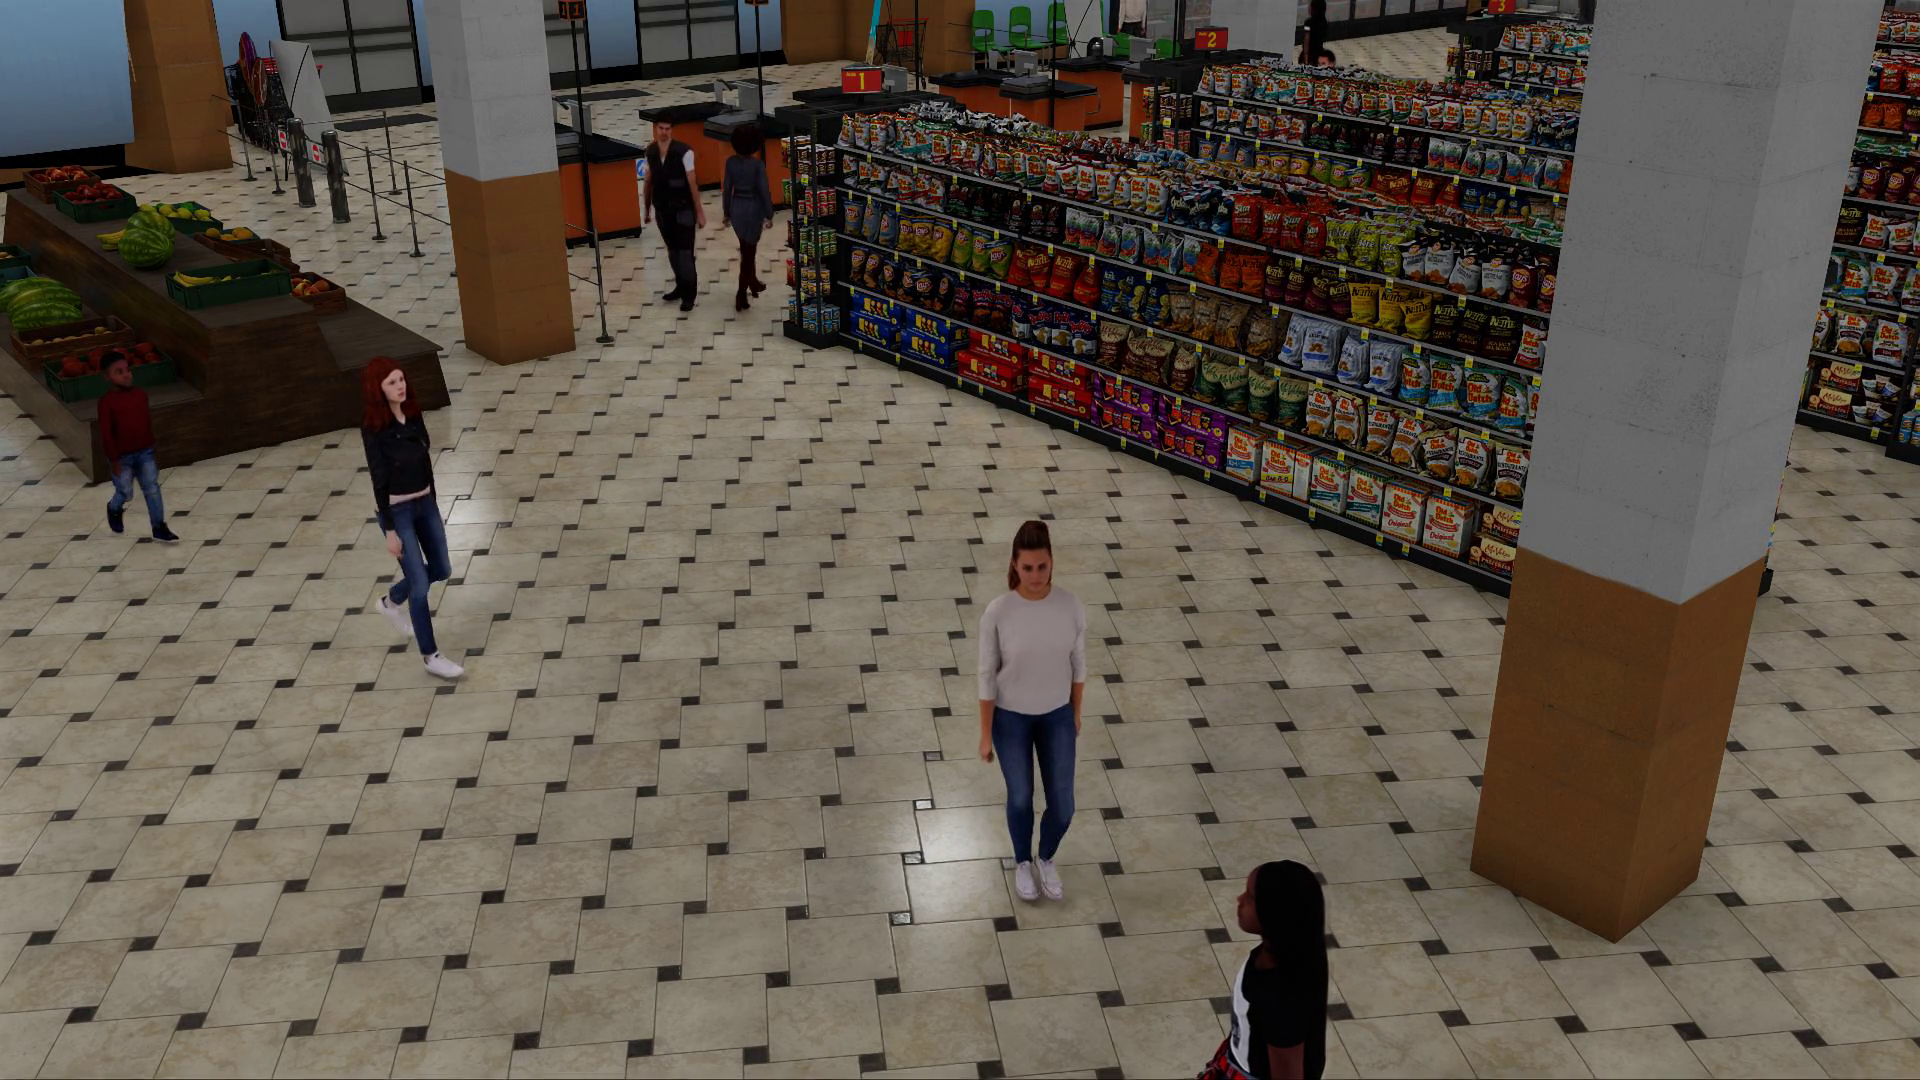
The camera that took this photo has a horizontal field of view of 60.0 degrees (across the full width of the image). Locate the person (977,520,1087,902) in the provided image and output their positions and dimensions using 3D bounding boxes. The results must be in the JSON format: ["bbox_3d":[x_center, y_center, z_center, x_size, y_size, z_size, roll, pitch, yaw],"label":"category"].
[{"bbox_3d":[0.282,0.712,6.912,0.742,1.707,0.784,-3,24,-6],"label":"person"}]

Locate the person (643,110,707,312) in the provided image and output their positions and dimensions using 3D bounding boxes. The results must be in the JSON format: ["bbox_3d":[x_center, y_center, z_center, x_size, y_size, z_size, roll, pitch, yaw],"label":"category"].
[{"bbox_3d":[-2.593,-3.057,15.387,0.989,1.818,1.056,13,27,27],"label":"person"}]

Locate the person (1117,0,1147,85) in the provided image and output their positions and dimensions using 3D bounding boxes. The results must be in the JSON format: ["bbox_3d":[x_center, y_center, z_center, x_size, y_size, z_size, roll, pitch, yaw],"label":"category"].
[{"bbox_3d":[2.916,-8.700,28.293,0.731,1.809,0.667,-8,25,-18],"label":"person"}]

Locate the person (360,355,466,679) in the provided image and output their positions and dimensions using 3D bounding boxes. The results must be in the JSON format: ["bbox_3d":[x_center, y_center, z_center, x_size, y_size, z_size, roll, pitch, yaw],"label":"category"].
[{"bbox_3d":[-2.954,-0.110,8.715,0.972,1.767,0.774,12,26,26],"label":"person"}]

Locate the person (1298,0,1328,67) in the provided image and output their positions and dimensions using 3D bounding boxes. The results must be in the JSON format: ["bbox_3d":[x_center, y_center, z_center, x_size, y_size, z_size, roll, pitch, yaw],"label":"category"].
[{"bbox_3d":[5.414,-7.298,25.232,0.745,1.695,1.187,-13,27,-27],"label":"person"}]

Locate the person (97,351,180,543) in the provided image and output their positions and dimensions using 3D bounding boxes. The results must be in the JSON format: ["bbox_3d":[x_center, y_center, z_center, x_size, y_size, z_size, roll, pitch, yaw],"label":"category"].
[{"bbox_3d":[-5.236,-0.571,10.421,0.815,1.245,0.632,14,27,29],"label":"person"}]

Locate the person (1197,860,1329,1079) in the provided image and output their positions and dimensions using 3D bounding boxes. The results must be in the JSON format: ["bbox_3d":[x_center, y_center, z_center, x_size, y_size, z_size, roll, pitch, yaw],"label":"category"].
[{"bbox_3d":[0.880,1.649,4.744,0.780,1.727,0.725,3,24,7],"label":"person"}]

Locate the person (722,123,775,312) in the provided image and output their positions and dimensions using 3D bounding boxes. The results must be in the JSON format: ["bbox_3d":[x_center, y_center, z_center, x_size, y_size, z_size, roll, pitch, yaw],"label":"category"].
[{"bbox_3d":[-1.991,-2.922,15.239,0.948,1.688,0.910,9,25,19],"label":"person"}]
